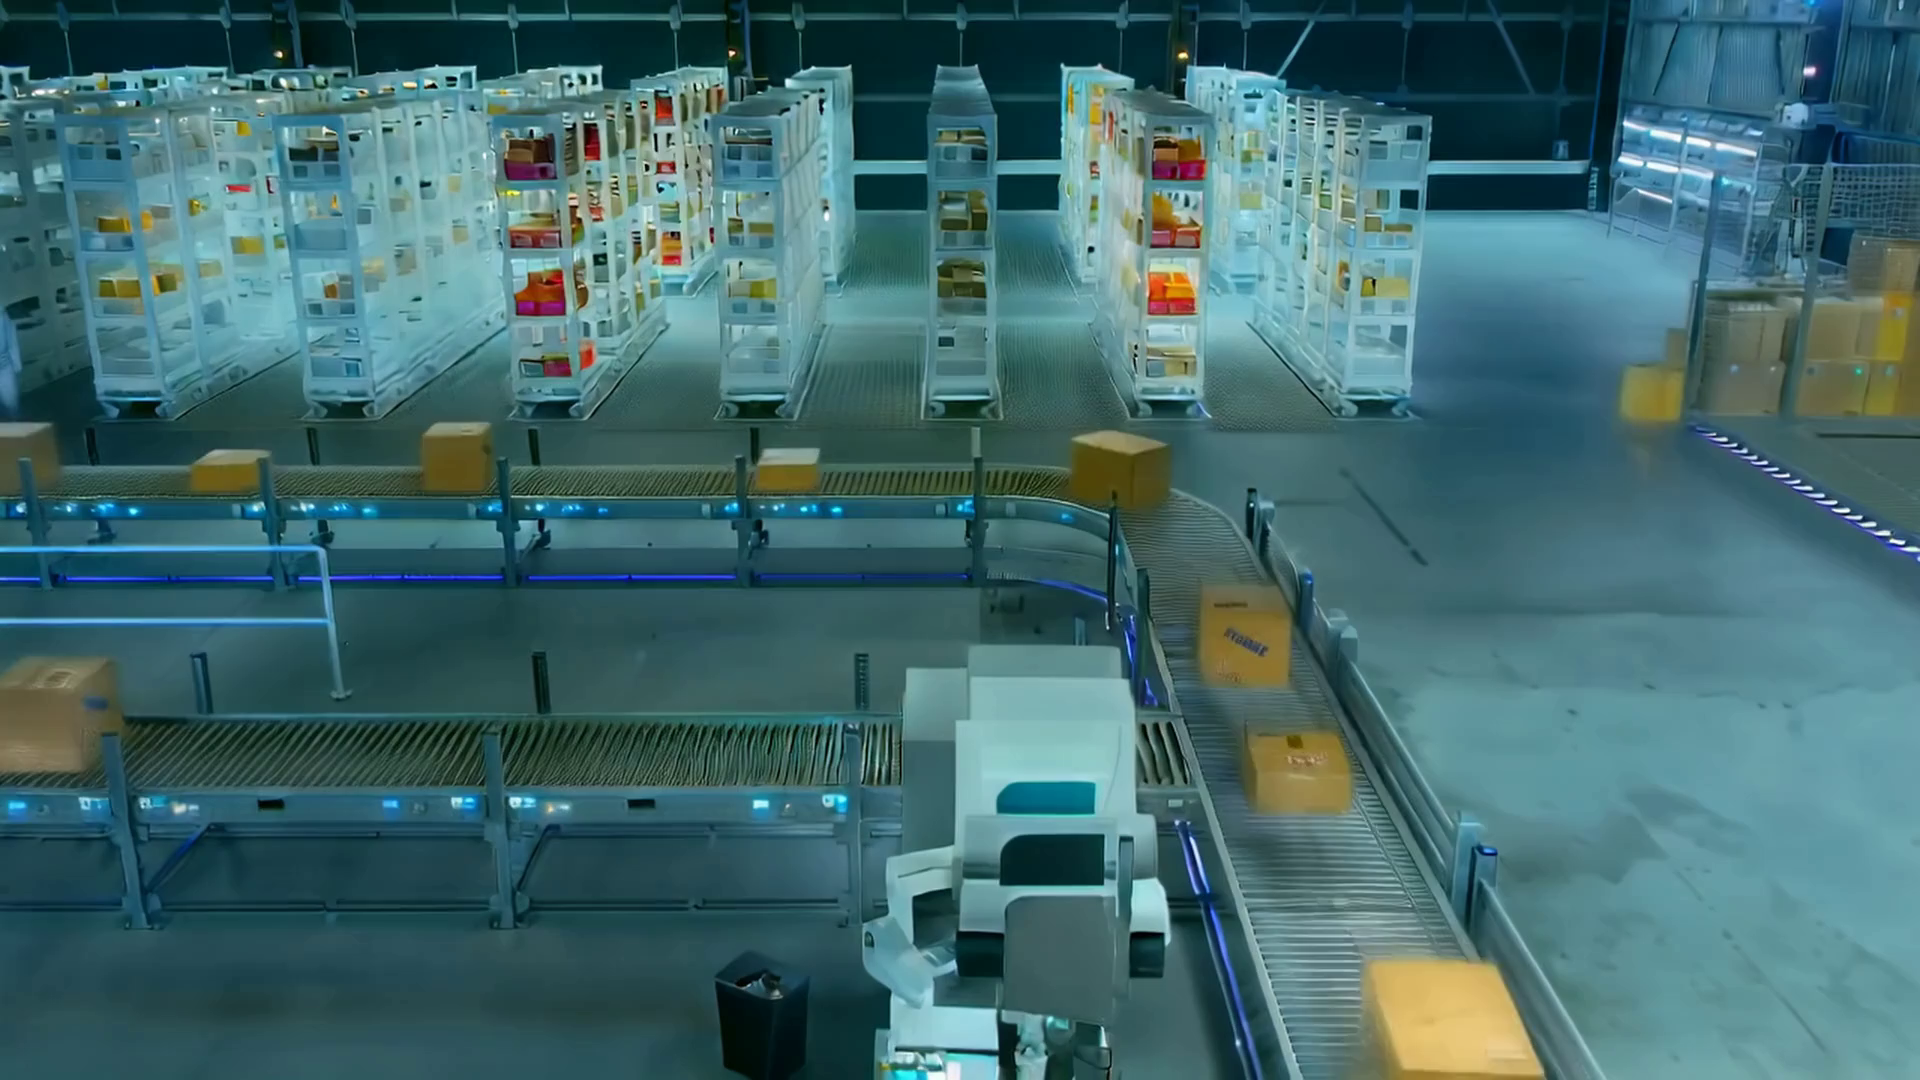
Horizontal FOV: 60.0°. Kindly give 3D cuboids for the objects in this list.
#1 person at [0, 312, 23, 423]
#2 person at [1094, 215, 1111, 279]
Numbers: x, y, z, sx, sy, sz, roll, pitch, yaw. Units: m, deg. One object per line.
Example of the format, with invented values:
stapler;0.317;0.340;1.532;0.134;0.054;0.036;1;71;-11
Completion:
person;-10.663;-1.882;18.322;0.634;1.928;0.725;-7;19;-20
person;2.359;-4.500;26.525;0.560;1.839;0.385;14;23;38
